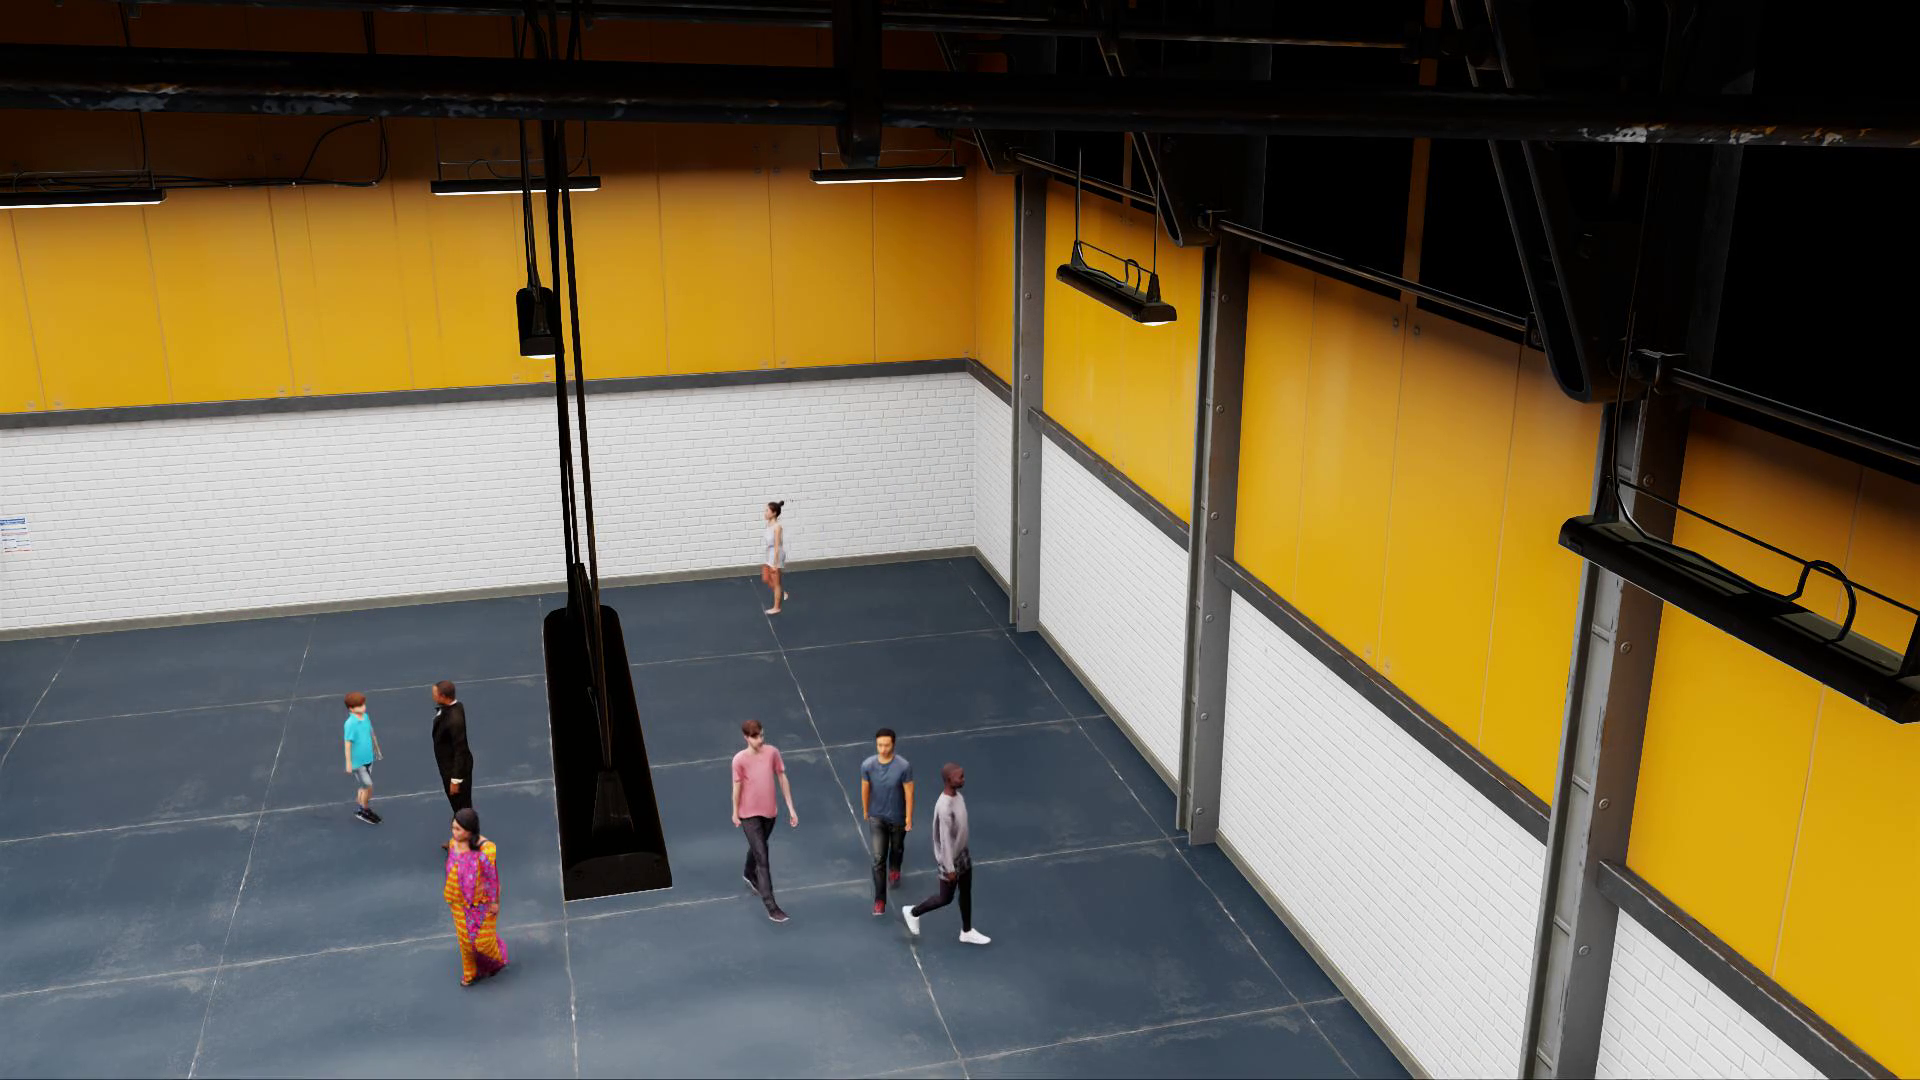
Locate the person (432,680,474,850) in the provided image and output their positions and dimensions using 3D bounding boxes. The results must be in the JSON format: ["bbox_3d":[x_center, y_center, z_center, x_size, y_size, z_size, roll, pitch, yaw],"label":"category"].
[{"bbox_3d":[-4.940,2.245,16.317,0.773,1.903,0.570,-7,20,-19],"label":"person"}]

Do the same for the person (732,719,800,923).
[{"bbox_3d":[-1.913,2.521,15.501,0.968,1.900,1.330,-14,23,-36],"label":"person"}]

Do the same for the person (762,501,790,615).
[{"bbox_3d":[-2.471,0.232,22.764,0.698,1.601,0.609,-9,21,-26],"label":"person"}]

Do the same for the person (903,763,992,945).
[{"bbox_3d":[-0.138,2.820,14.837,1.062,1.757,1.065,7,20,19],"label":"person"}]

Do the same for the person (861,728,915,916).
[{"bbox_3d":[-0.662,2.550,15.643,0.884,1.754,1.251,1,19,4],"label":"person"}]

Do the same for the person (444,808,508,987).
[{"bbox_3d":[-4.144,3.039,14.324,0.856,1.669,0.915,9,21,25],"label":"person"}]

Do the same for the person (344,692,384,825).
[{"bbox_3d":[-6.222,2.223,17.101,0.708,1.442,0.630,5,19,13],"label":"person"}]
